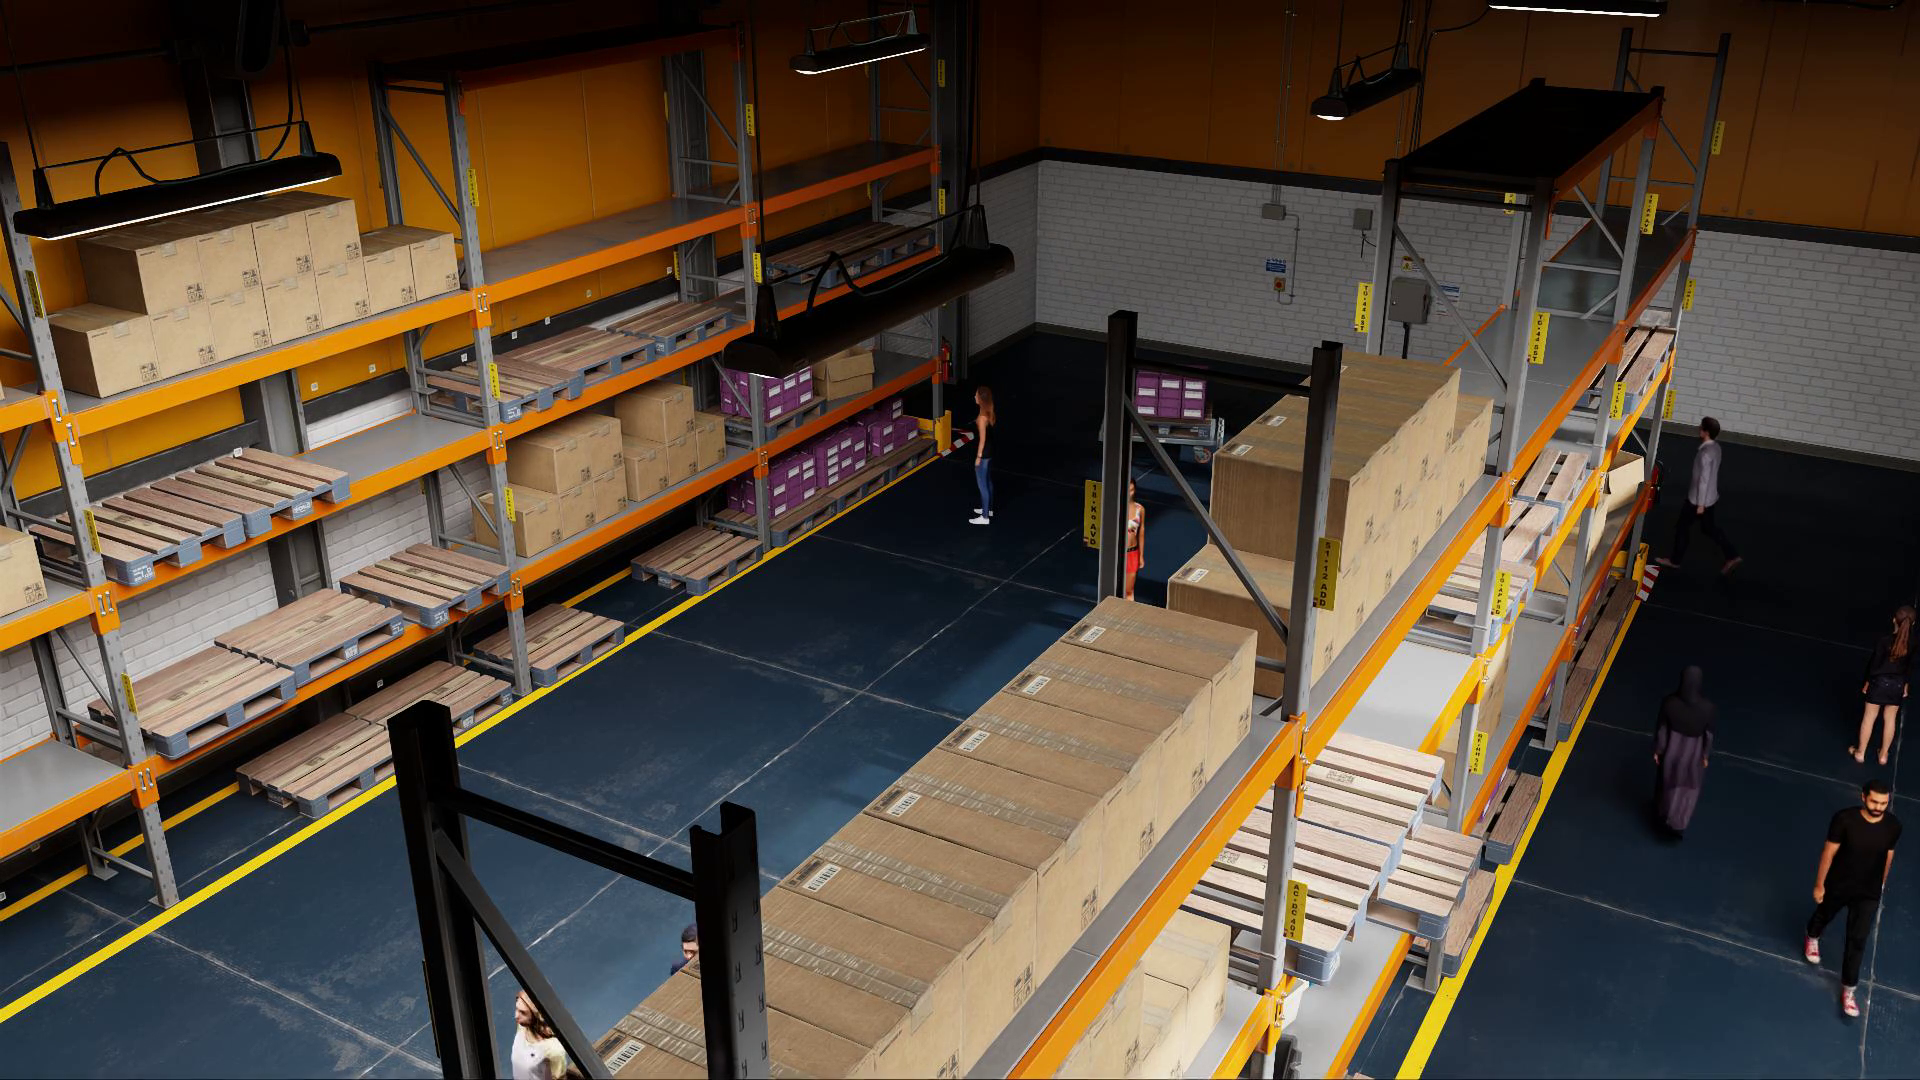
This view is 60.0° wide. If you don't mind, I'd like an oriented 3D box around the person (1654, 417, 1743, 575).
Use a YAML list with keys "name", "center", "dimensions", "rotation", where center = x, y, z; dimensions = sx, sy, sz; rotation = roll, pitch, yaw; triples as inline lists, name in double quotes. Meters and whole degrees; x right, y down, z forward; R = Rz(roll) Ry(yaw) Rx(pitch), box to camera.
- name: "person"
  center: [8.427, -0.453, 18.661]
  dimensions: [0.865, 1.820, 1.121]
  rotation: [18, 29, 36]

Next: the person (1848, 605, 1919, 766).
- name: "person"
  center: [8.361, 1.296, 14.991]
  dimensions: [0.613, 1.556, 0.635]
  rotation: [4, 24, 10]

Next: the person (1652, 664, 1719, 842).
- name: "person"
  center: [5.985, 1.785, 13.810]
  dimensions: [0.586, 1.605, 0.826]
  rotation: [13, 27, 27]

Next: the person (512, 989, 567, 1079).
- name: "person"
  center: [-2.418, 3.367, 10.055]
  dimensions: [0.676, 1.715, 0.703]
  rotation: [19, 30, 37]

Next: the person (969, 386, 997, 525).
- name: "person"
  center: [0.291, -1.041, 20.129]
  dimensions: [0.706, 1.722, 0.555]
  rotation: [5, 24, 12]

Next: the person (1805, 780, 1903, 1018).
- name: "person"
  center: [6.457, 2.471, 12.109]
  dimensions: [0.902, 1.712, 1.254]
  rotation: [5, 24, 12]
